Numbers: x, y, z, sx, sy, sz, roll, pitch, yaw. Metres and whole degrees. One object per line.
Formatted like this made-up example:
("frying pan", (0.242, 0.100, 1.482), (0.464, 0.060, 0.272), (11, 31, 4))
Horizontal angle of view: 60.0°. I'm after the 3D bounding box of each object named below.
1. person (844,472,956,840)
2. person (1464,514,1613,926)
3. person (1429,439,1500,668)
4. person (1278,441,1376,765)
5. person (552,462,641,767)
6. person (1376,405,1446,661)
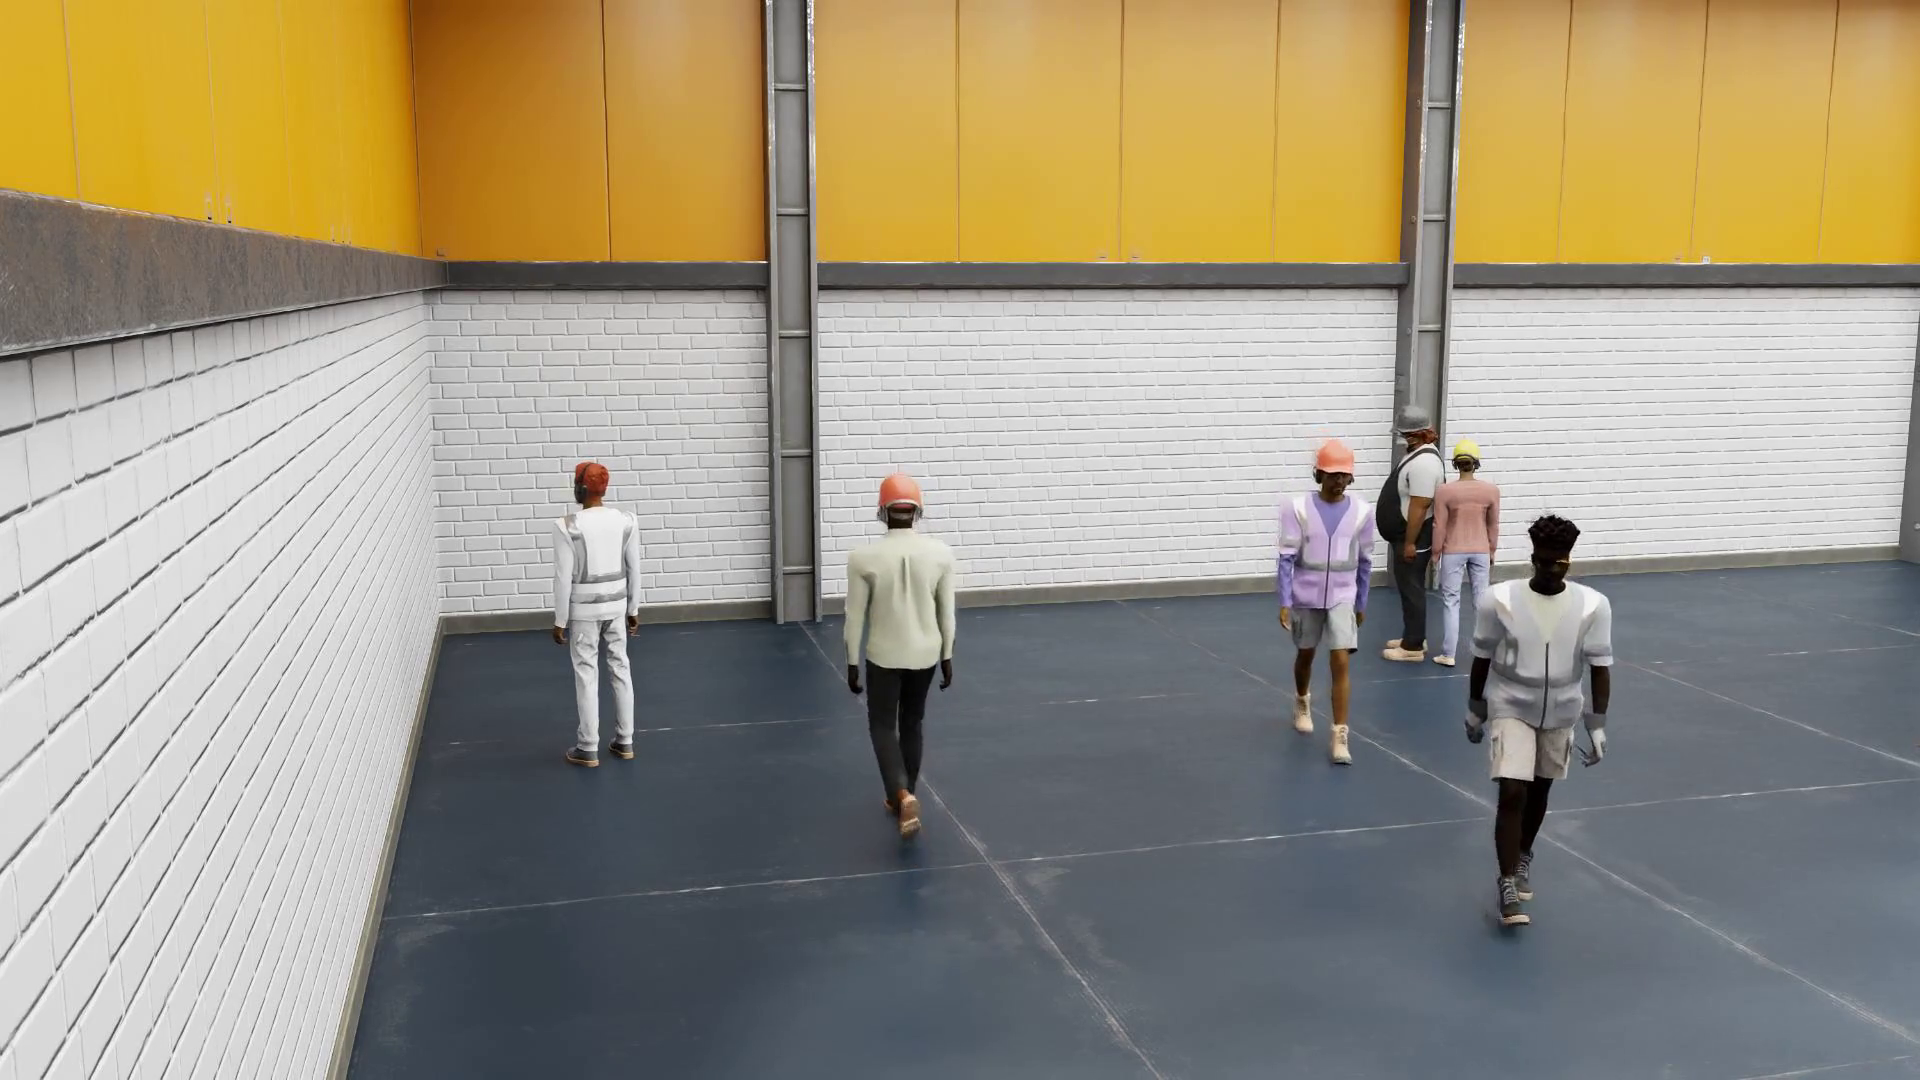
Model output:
("person", (-0.308, 0.623, 8.962), (0.622, 1.972, 0.823), (-3, 9, -16))
("person", (2.721, 0.843, 7.762), (0.615, 1.906, 0.916), (1, 9, 5))
("person", (3.879, 0.108, 12.816), (0.523, 1.763, 0.329), (0, 9, -1))
("person", (2.326, 0.350, 10.622), (0.613, 1.997, 1.062), (1, 9, 6))
("person", (-2.247, 0.454, 10.277), (0.581, 1.881, 0.344), (-7, 12, -39))
("person", (3.539, -0.075, 13.090), (0.535, 2.000, 0.693), (3, 9, 16))
